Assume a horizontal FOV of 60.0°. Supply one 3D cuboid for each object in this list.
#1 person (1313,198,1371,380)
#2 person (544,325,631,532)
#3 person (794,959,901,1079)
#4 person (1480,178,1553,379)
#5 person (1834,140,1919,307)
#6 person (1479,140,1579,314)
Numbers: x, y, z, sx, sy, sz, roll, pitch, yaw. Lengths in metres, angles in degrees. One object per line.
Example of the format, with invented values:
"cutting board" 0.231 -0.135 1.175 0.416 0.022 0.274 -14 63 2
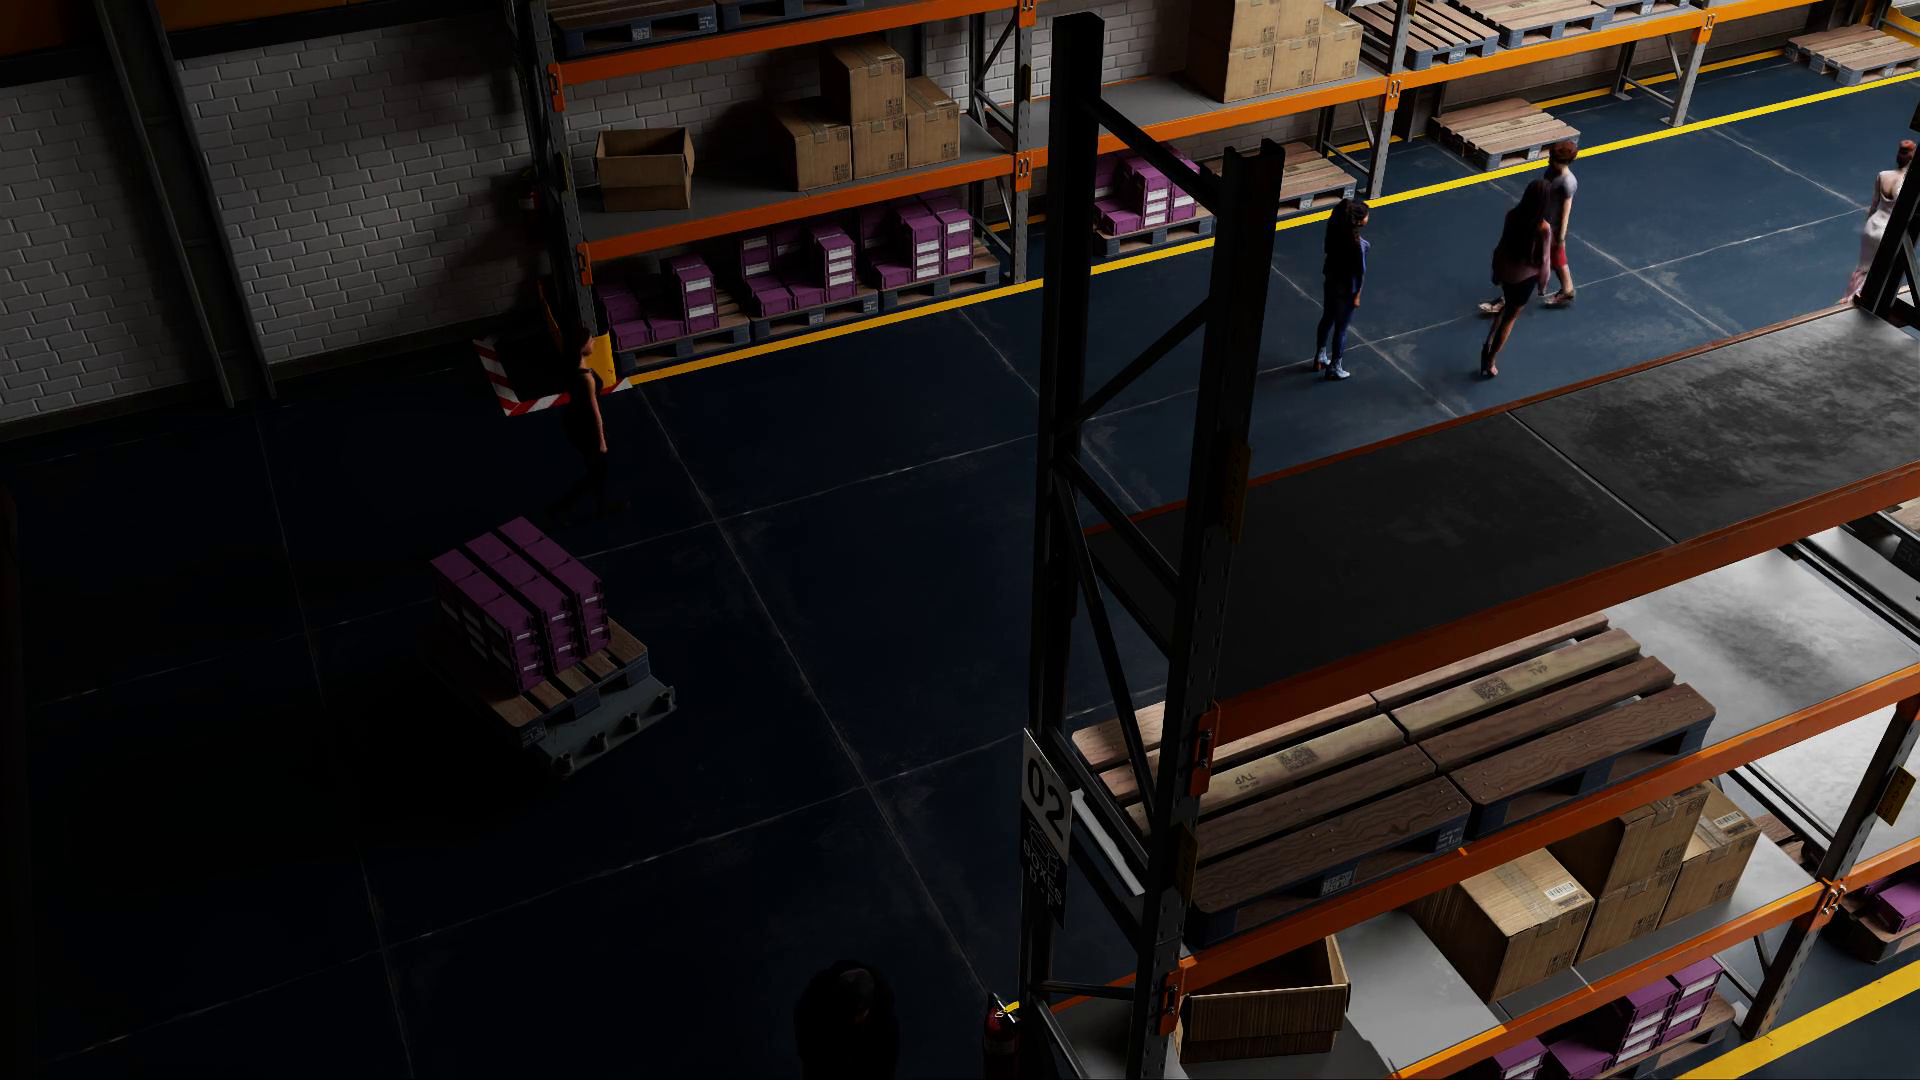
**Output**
"person" 3.162 -2.083 13.761 0.538 1.616 0.595 -15 41 -18
"person" -2.779 -0.778 12.078 0.927 1.675 0.649 -20 43 -23
"person" -0.516 2.503 8.018 1.104 1.616 1.094 8 39 10
"person" 4.495 -2.087 13.618 0.626 1.800 0.648 -21 43 -24
"person" 7.794 -2.558 14.225 0.705 1.780 0.601 -13 41 -16
"person" 5.231 -2.723 14.569 1.220 1.607 0.895 -1 39 -2
